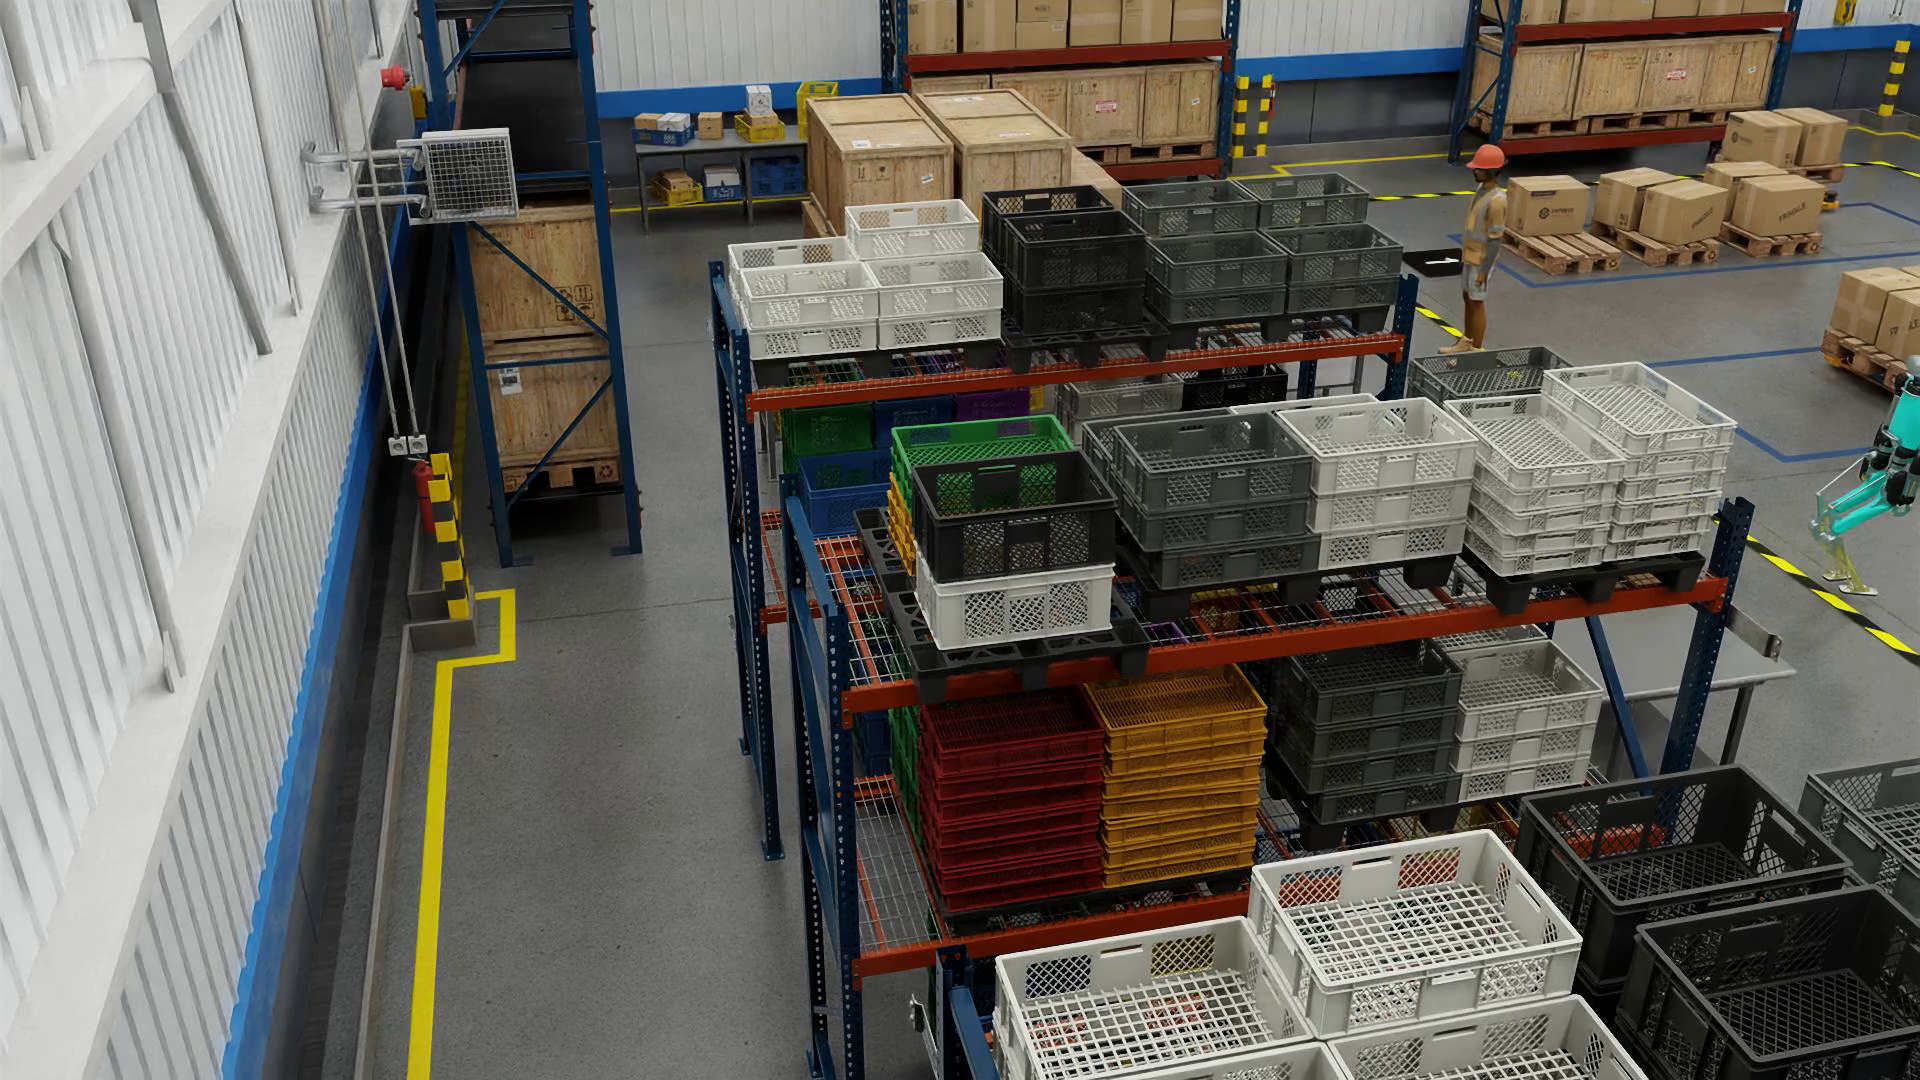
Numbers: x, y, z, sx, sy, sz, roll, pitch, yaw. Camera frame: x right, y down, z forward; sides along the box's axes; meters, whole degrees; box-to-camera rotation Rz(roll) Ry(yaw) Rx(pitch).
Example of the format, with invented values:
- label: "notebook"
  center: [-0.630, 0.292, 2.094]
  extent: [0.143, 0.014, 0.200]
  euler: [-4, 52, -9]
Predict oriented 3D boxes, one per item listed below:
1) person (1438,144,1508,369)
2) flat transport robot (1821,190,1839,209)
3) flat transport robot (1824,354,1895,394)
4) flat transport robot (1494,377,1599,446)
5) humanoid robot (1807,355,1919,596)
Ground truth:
- label: "person"
  center: [4.639, -2.539, 14.964]
  extent: [0.371, 2.040, 0.614]
  euler: [1, 28, 1]
- label: "flat transport robot"
  center: [9.900, -4.293, 20.162]
  extent: [0.652, 0.197, 1.431]
  euler: [-6, 28, -12]
- label: "flat transport robot"
  center: [8.473, -1.467, 14.800]
  extent: [0.652, 0.197, 1.431]
  euler: [-6, 28, -12]
- label: "flat transport robot"
  center: [4.780, -1.036, 14.013]
  extent: [0.659, 0.231, 1.431]
  euler: [-6, 28, -12]
- label: "humanoid robot"
  center: [6.062, -0.426, 11.140]
  extent: [0.735, 1.672, 0.533]
  euler: [-1, 28, -2]
